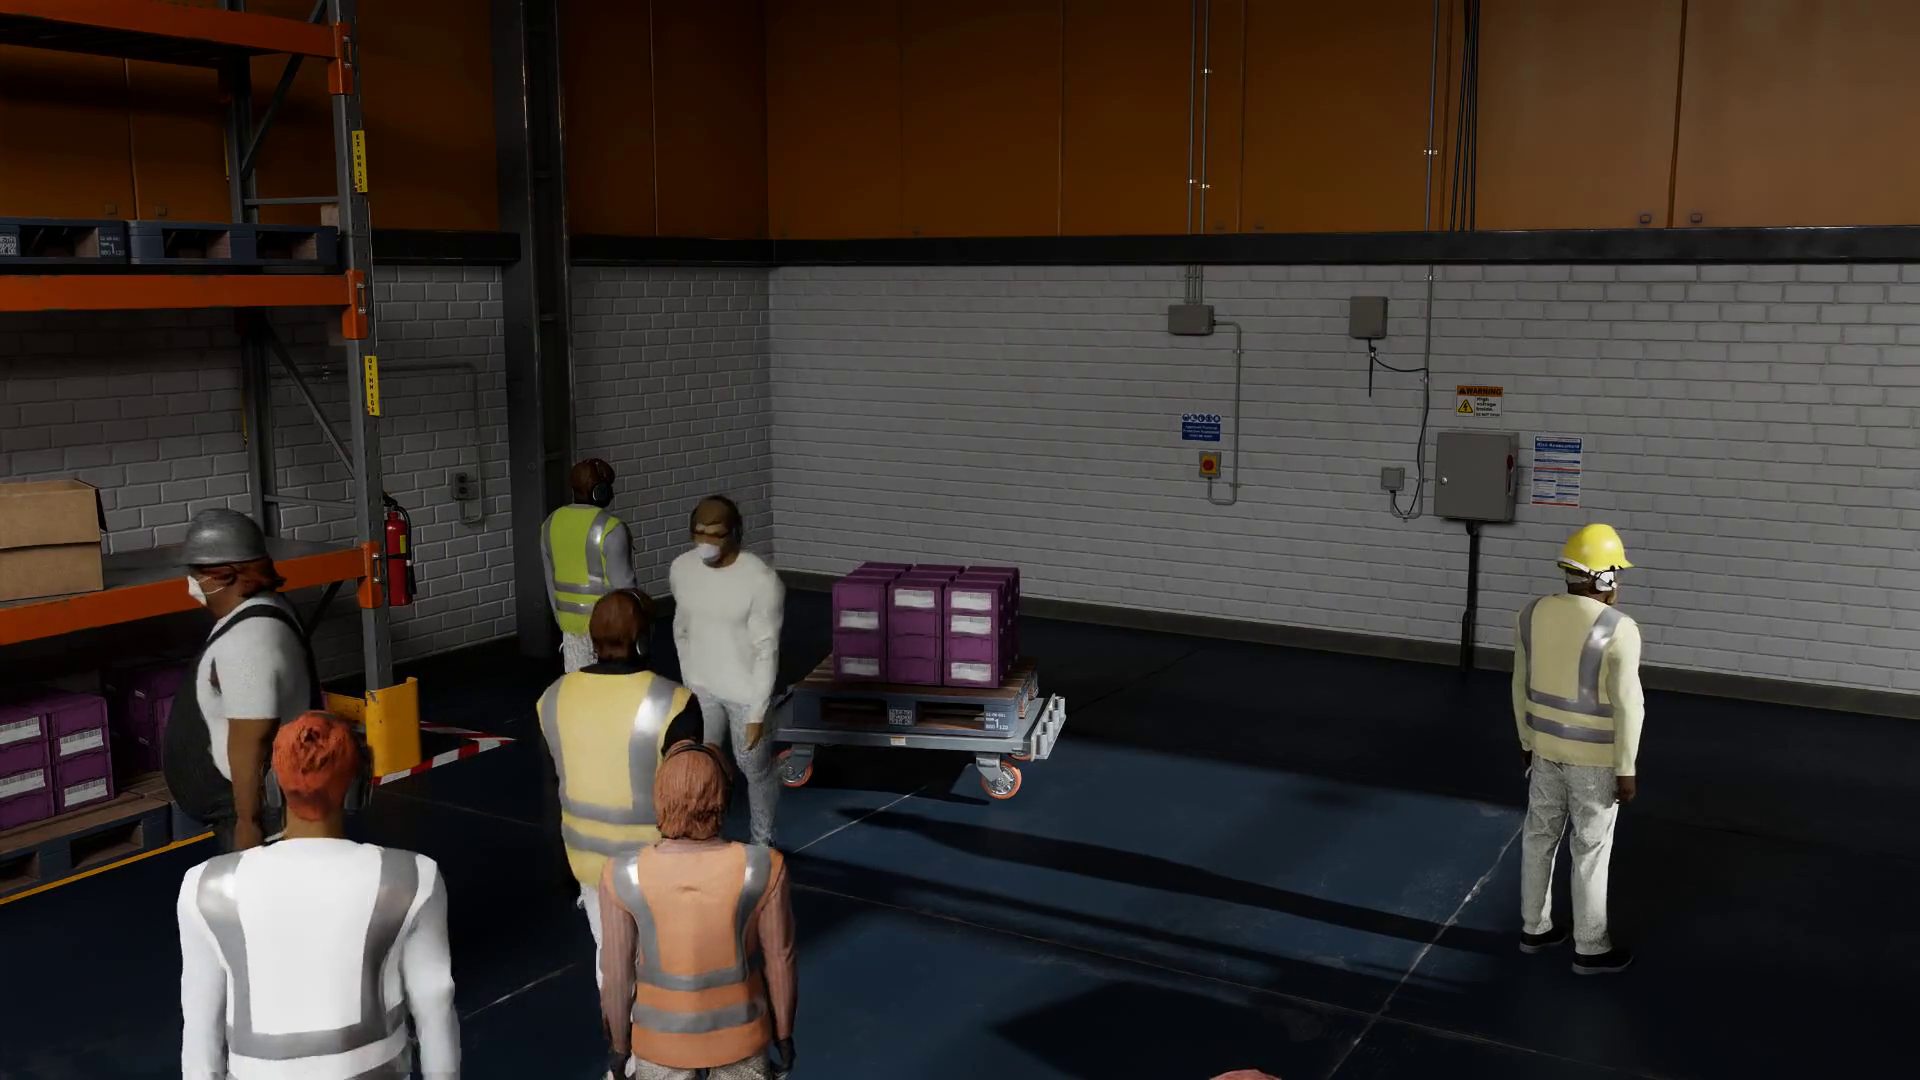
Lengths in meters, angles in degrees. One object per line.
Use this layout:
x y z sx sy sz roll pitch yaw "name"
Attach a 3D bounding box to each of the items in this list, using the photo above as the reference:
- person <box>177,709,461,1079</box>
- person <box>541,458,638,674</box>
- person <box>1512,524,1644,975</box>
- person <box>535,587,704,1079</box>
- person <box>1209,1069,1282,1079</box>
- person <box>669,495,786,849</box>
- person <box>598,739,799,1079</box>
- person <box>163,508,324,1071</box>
-1.437 1.309 3.774 0.606 1.869 0.456 -2 9 -13 "person"
-1.979 0.472 9.096 0.624 1.844 0.429 6 11 33 "person"
2.535 0.842 6.810 0.404 1.833 0.591 -5 10 -29 "person"
-1.082 1.062 5.435 0.650 1.829 0.538 4 10 25 "person"
0.370 1.574 2.053 0.647 1.902 0.400 -3 9 -16 "person"
-1.064 0.718 7.458 0.637 1.872 0.976 4 10 22 "person"
-0.677 1.331 4.364 0.514 1.641 0.307 -1 9 -8 "person"
-2.540 0.878 5.941 0.539 2.000 0.690 -2 9 -14 "person"
